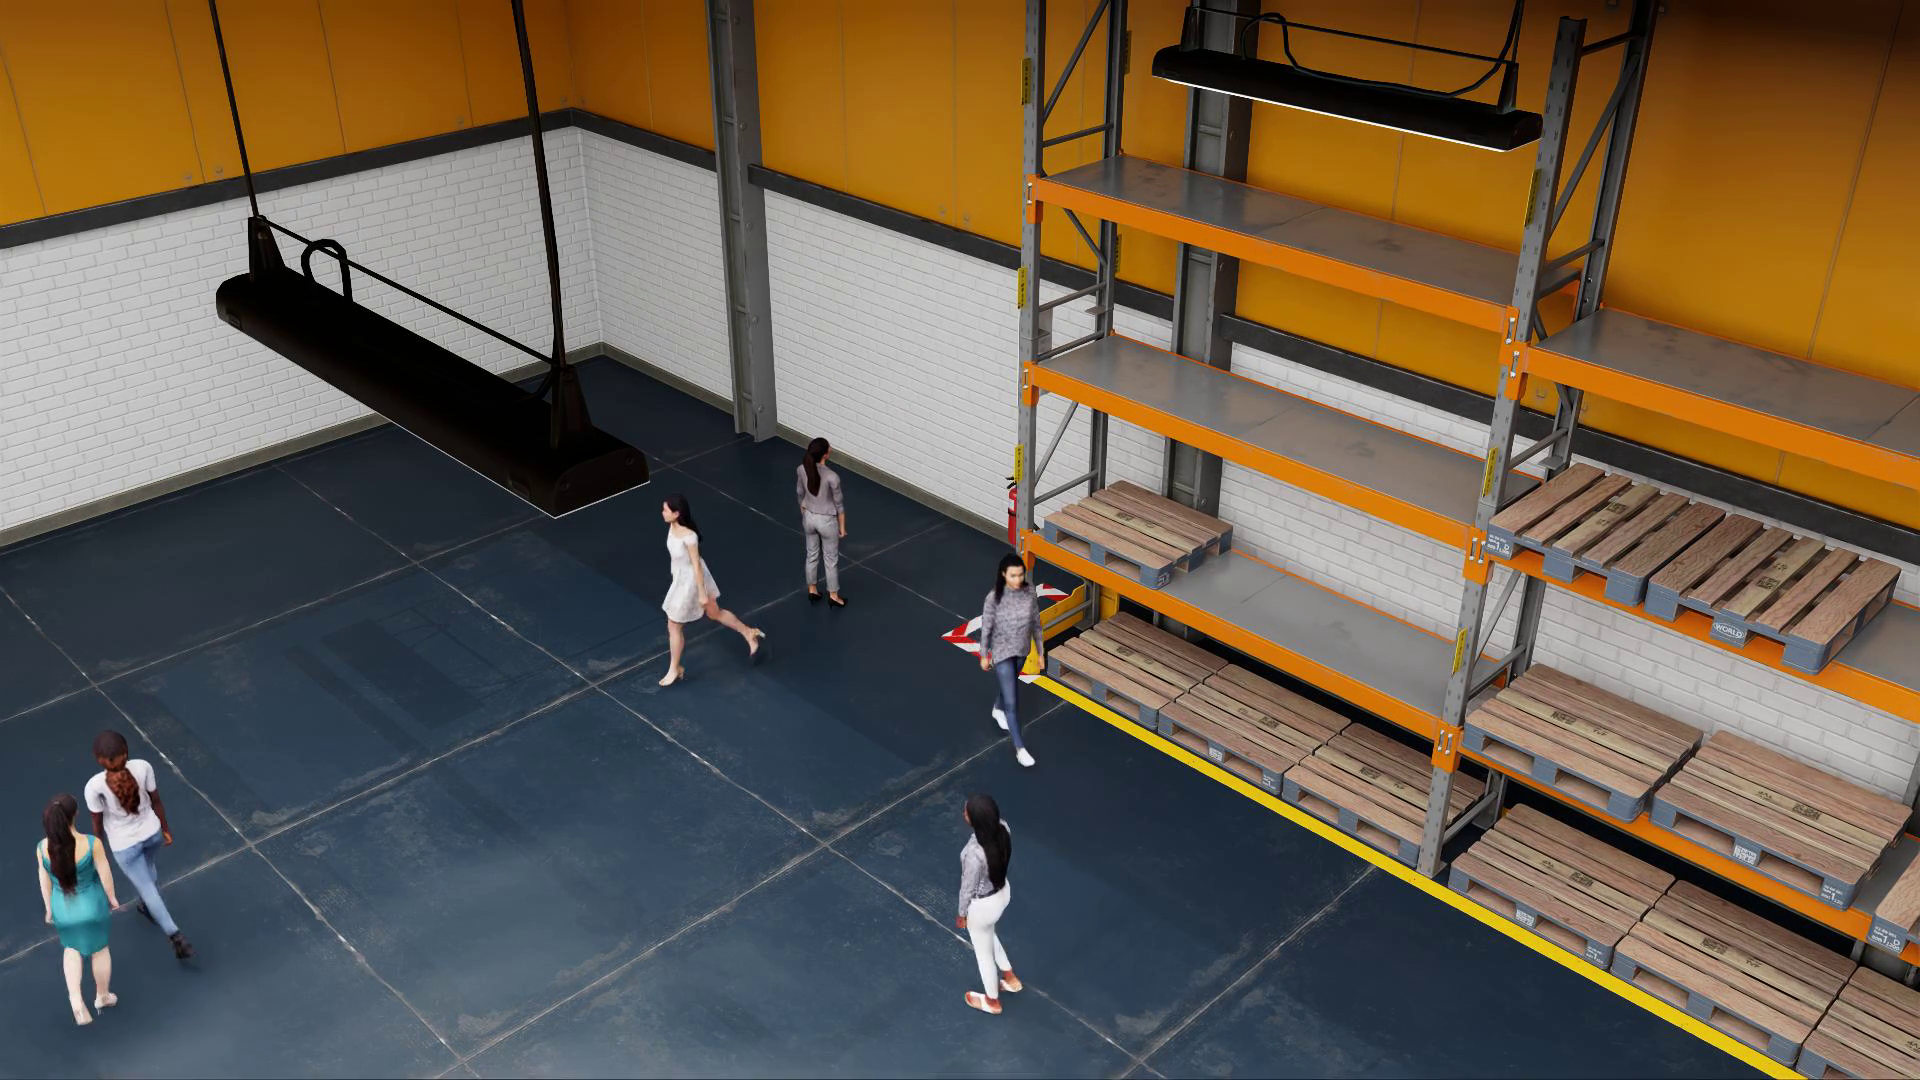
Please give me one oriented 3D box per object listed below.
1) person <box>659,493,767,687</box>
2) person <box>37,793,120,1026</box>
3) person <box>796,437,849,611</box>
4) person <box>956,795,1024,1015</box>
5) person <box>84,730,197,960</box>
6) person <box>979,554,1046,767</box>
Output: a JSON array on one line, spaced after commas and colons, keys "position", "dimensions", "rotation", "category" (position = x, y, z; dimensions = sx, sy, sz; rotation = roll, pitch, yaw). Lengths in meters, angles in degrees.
[{"position": [-2.143, 0.397, 13.865], "dimensions": [0.925, 1.726, 1.205], "rotation": [-14, 32, -24], "category": "person"}, {"position": [-5.479, 2.349, 10.344], "dimensions": [0.777, 1.671, 0.860], "rotation": [-11, 30, -19], "category": "person"}, {"position": [-1.243, -0.149, 14.917], "dimensions": [0.623, 1.678, 0.751], "rotation": [14, 32, 24], "category": "person"}, {"position": [0.236, 2.313, 10.365], "dimensions": [0.724, 1.714, 0.682], "rotation": [16, 32, 26], "category": "person"}, {"position": [-5.374, 2.023, 10.927], "dimensions": [1.117, 1.685, 0.661], "rotation": [21, 35, 34], "category": "person"}, {"position": [0.375, 0.848, 13.084], "dimensions": [0.933, 1.682, 1.220], "rotation": [-12, 31, -21], "category": "person"}]
